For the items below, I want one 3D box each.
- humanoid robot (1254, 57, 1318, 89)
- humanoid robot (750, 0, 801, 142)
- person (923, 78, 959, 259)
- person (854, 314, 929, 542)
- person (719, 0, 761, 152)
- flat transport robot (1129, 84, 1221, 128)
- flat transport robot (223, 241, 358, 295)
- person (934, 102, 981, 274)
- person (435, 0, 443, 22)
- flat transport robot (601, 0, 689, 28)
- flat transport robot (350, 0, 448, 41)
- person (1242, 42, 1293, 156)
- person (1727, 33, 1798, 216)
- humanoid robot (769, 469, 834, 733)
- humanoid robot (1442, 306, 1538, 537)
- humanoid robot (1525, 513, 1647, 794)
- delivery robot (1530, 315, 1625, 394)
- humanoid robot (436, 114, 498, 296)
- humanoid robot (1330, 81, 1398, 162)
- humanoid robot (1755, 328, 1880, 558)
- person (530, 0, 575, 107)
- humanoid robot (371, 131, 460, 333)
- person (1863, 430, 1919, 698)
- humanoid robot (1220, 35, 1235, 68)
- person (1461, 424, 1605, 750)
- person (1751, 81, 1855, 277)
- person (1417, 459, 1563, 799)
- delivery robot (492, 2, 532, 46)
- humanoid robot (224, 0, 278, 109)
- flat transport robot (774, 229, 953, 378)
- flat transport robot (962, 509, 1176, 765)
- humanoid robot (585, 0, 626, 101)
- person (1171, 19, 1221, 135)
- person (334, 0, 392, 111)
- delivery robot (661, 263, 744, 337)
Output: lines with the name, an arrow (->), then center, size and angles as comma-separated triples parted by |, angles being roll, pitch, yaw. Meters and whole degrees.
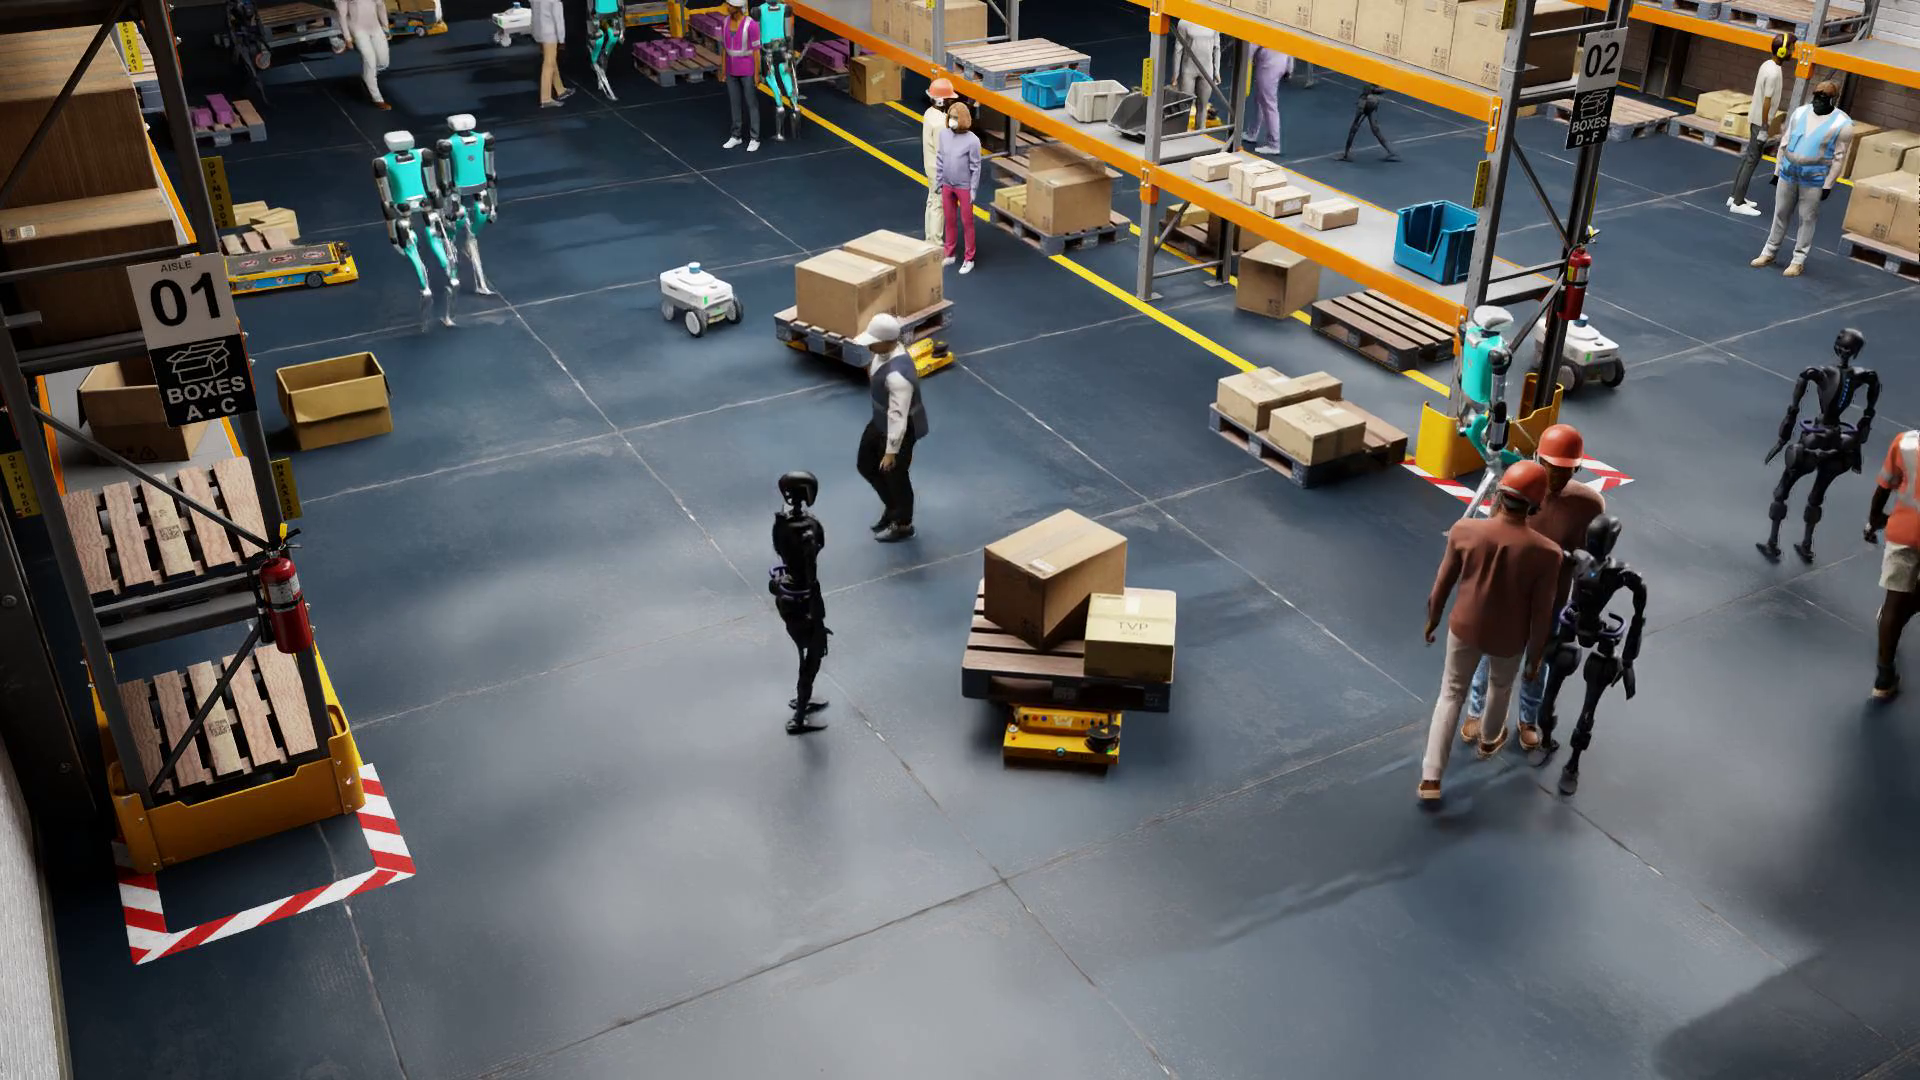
humanoid robot -> 4.402, -6.710, 21.660 | 1.004, 1.764, 0.530 | 16, 33, 25
humanoid robot -> -2.084, -5.505, 19.549 | 0.538, 1.827, 0.662 | -19, 35, -30
person -> -0.182, -3.631, 16.240 | 0.339, 1.747, 0.574 | -5, 30, -9
person -> -0.474, -0.745, 11.226 | 0.498, 1.732, 0.762 | -8, 31, -14
person -> -2.548, -5.451, 19.314 | 0.512, 1.848, 0.341 | 14, 33, 23
flat transport robot -> 2.672, -5.460, 20.915 | 0.659, 0.231, 1.431 | -9, 31, -16
flat transport robot -> -6.538, -2.568, 15.880 | 1.431, 0.231, 0.659 | -12, 32, -21
person -> -0.026, -3.369, 15.900 | 0.499, 1.636, 0.287 | 20, 35, 31
person -> -8.024, -8.499, 24.633 | 0.651, 1.828, 0.453 | -5, 30, -8
flat transport robot -> -4.774, -7.988, 25.315 | 1.431, 0.231, 0.659 | -16, 33, -25
flat transport robot -> -8.379, -7.620, 24.675 | 1.431, 0.231, 0.659 | -12, 32, -19
person -> 3.492, -5.455, 19.299 | 0.861, 1.864, 0.678 | 24, 37, 35
person -> 8.391, -4.346, 17.373 | 0.314, 1.866, 0.534 | 9, 31, 15
humanoid robot -> -0.893, 0.350, 9.381 | 0.309, 1.648, 0.612 | -12, 32, -19
humanoid robot -> 3.794, -0.790, 11.328 | 0.978, 1.766, 0.562 | -7, 31, -13
humanoid robot -> 3.375, 0.590, 8.973 | 0.609, 1.647, 0.328 | 20, 35, 31
delivery robot -> 5.143, -1.577, 13.871 | 0.499, 0.598, 0.791 | -10, 31, -17
humanoid robot -> -4.588, -3.095, 15.356 | 0.535, 1.785, 0.811 | -21, 36, -32
humanoid robot -> 4.698, -5.098, 18.916 | 0.751, 1.637, 0.589 | 8, 31, 13
humanoid robot -> 5.741, -0.634, 11.096 | 0.608, 1.644, 0.309 | 3, 30, 4
person -> -5.174, -6.403, 21.113 | 0.582, 1.710, 0.703 | 25, 38, 36
humanoid robot -> -4.665, -2.614, 14.520 | 0.548, 1.830, 0.669 | -20, 36, -31
person -> 5.721, -0.049, 9.872 | 0.631, 1.886, 0.995 | 14, 33, 23
humanoid robot -> 3.669, -7.274, 22.670 | 0.447, 1.643, 0.610 | -1, 30, -1
person -> 3.163, 0.265, 9.217 | 0.614, 1.997, 0.374 | 7, 31, 11
person -> 8.026, -3.441, 15.823 | 0.429, 1.844, 0.625 | -20, 36, -31
person -> 2.811, 0.487, 8.891 | 0.646, 1.945, 0.990 | 17, 34, 27
delivery robot -> -6.404, -7.519, 24.205 | 0.782, 0.587, 0.499 | -18, 35, -29
humanoid robot -> -9.073, -6.297, 21.035 | 0.808, 1.645, 0.600 | 12, 32, 21
flat transport robot -> -0.813, -1.698, 14.365 | 1.431, 0.231, 0.659 | 22, 37, 34
flat transport robot -> 0.659, 0.828, 9.968 | 0.659, 0.231, 1.431 | 4, 30, 7
humanoid robot -> -4.665, -6.583, 21.443 | 0.541, 1.809, 0.899 | -19, 35, -29
person -> 2.730, -5.425, 19.223 | 0.580, 1.895, 0.355 | -4, 30, -7
person -> -7.487, -6.377, 20.855 | 0.595, 1.917, 0.643 | 22, 36, 33
delivery robot -> -2.347, -2.175, 14.928 | 0.816, 0.613, 0.499 | 26, 39, 38
